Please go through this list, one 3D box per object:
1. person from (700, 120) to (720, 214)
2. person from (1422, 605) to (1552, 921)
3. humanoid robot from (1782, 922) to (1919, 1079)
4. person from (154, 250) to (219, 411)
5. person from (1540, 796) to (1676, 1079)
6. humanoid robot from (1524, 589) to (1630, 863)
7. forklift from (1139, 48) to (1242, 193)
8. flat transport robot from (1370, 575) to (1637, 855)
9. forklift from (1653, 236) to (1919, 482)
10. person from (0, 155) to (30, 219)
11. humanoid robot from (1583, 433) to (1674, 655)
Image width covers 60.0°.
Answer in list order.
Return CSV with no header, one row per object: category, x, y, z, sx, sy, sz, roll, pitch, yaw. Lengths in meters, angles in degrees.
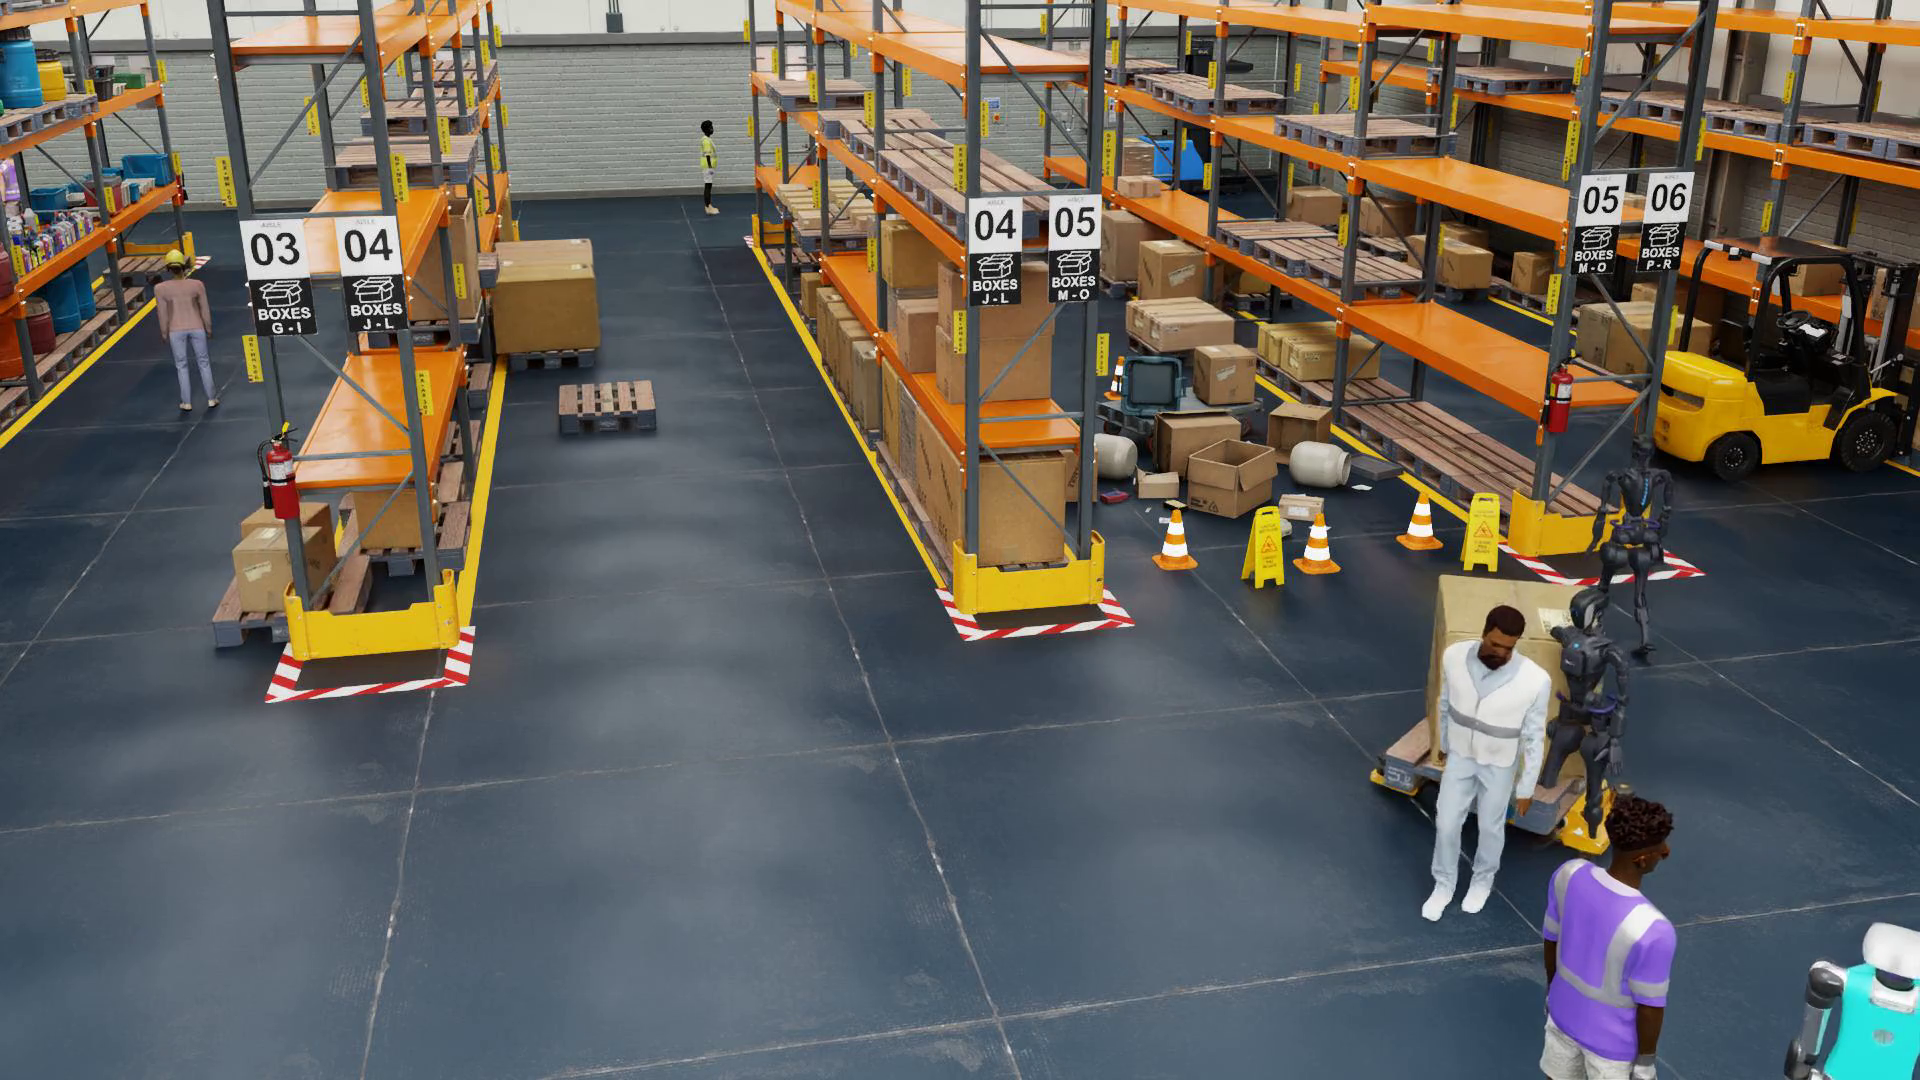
person,-4.622,-6.866,30.639,0.318,1.696,0.533,-4,21,-10
person,2.766,1.170,8.747,0.607,1.875,0.666,14,24,33
humanoid robot,3.387,2.161,6.314,0.532,1.789,0.843,10,23,25
person,-8.485,-2.298,18.239,0.532,1.767,0.308,-12,23,-28
person,2.551,1.911,6.622,0.369,1.965,0.606,-8,22,-21
humanoid robot,3.514,1.049,9.353,0.383,1.645,0.602,-13,24,-32
forklift,4.566,-8.313,32.860,1.873,2.768,1.129,-4,21,-12
flat transport robot,3.306,1.502,10.157,1.431,0.231,0.659,15,25,35
forklift,8.013,-1.814,16.330,2.313,2.155,1.214,-4,21,-12
person,-15.318,-5.506,26.994,0.350,1.688,0.488,11,23,27
humanoid robot,4.920,0.028,12.175,0.586,1.643,0.748,-1,20,-3
